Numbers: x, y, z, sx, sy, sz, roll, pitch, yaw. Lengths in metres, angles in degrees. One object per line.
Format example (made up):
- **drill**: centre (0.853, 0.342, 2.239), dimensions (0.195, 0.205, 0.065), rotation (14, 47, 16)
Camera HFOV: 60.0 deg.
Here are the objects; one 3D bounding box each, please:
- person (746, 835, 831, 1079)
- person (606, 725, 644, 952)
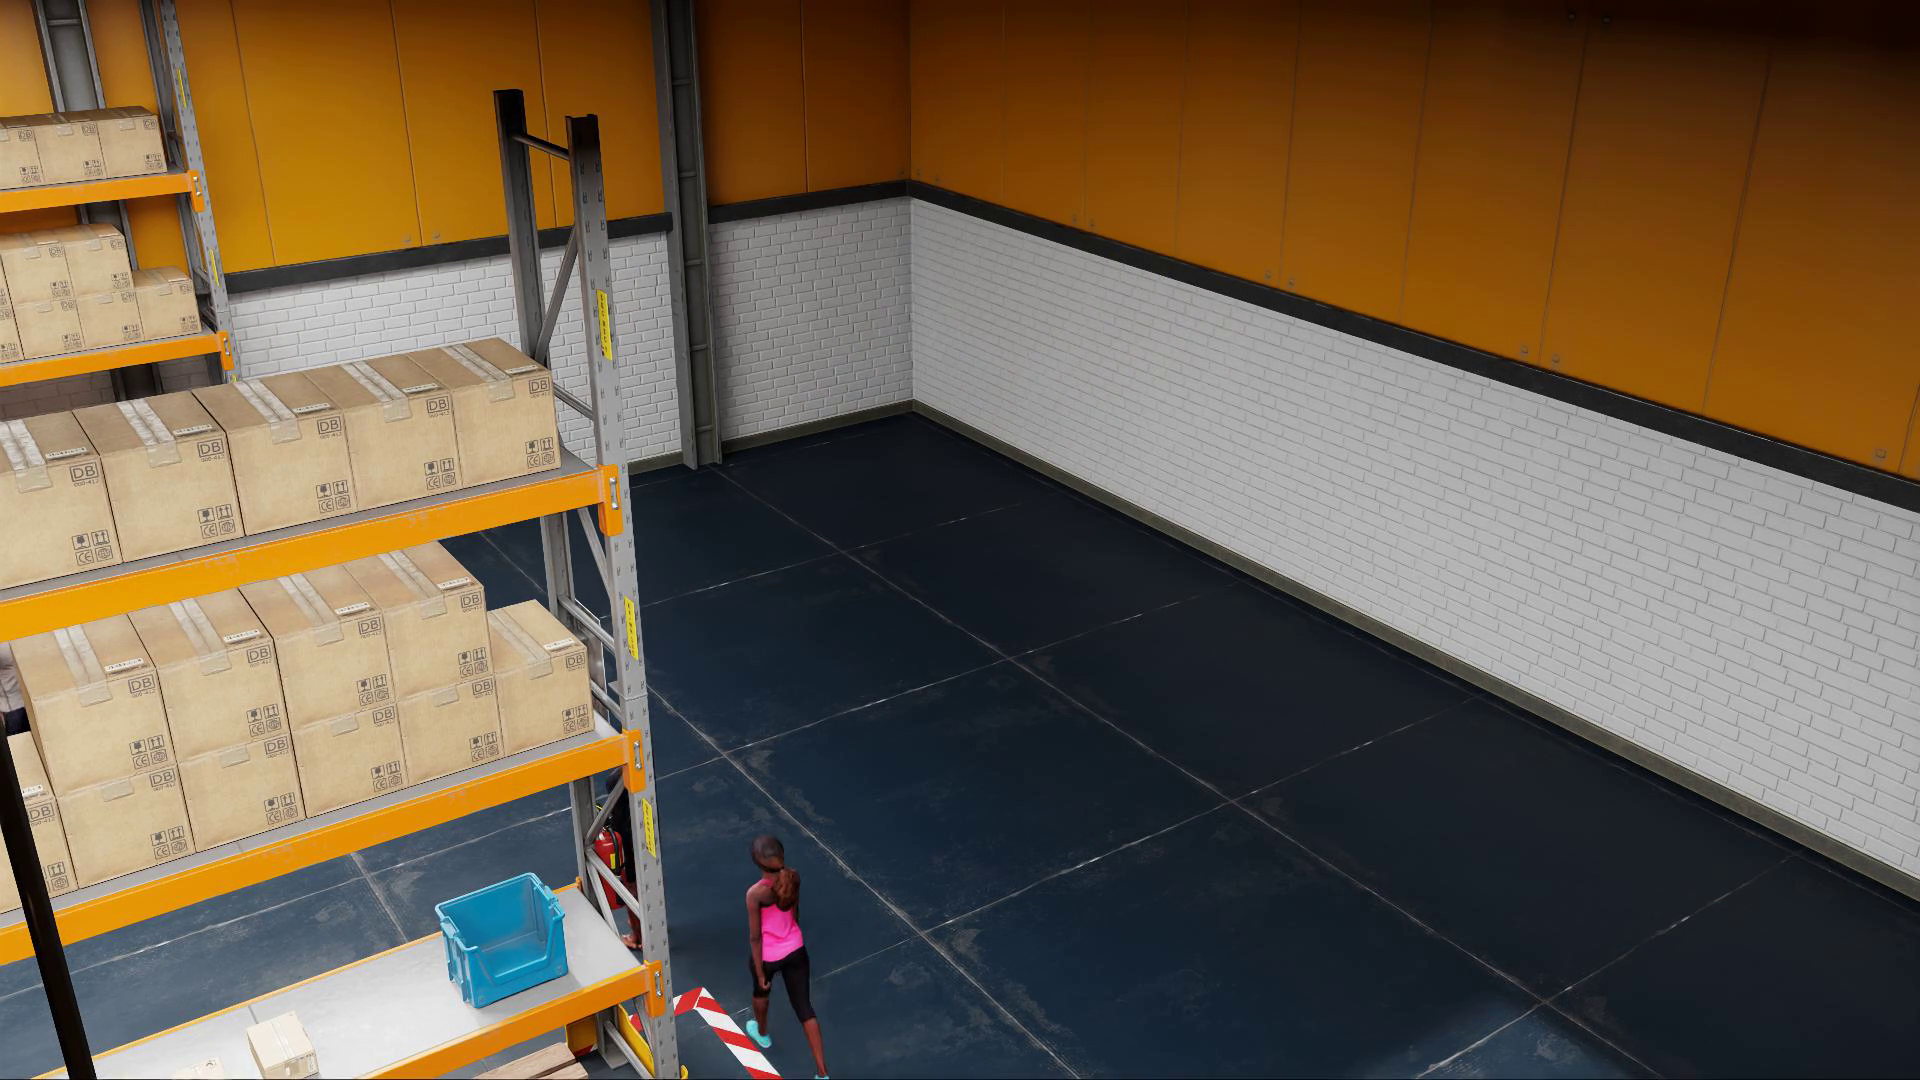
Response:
- **person**: centre (-1.041, 2.584, 10.103), dimensions (1.101, 1.681, 0.644), rotation (-14, 27, -28)
- **person**: centre (-2.211, 2.006, 11.372), dimensions (0.761, 1.724, 0.661), rotation (9, 25, 20)
